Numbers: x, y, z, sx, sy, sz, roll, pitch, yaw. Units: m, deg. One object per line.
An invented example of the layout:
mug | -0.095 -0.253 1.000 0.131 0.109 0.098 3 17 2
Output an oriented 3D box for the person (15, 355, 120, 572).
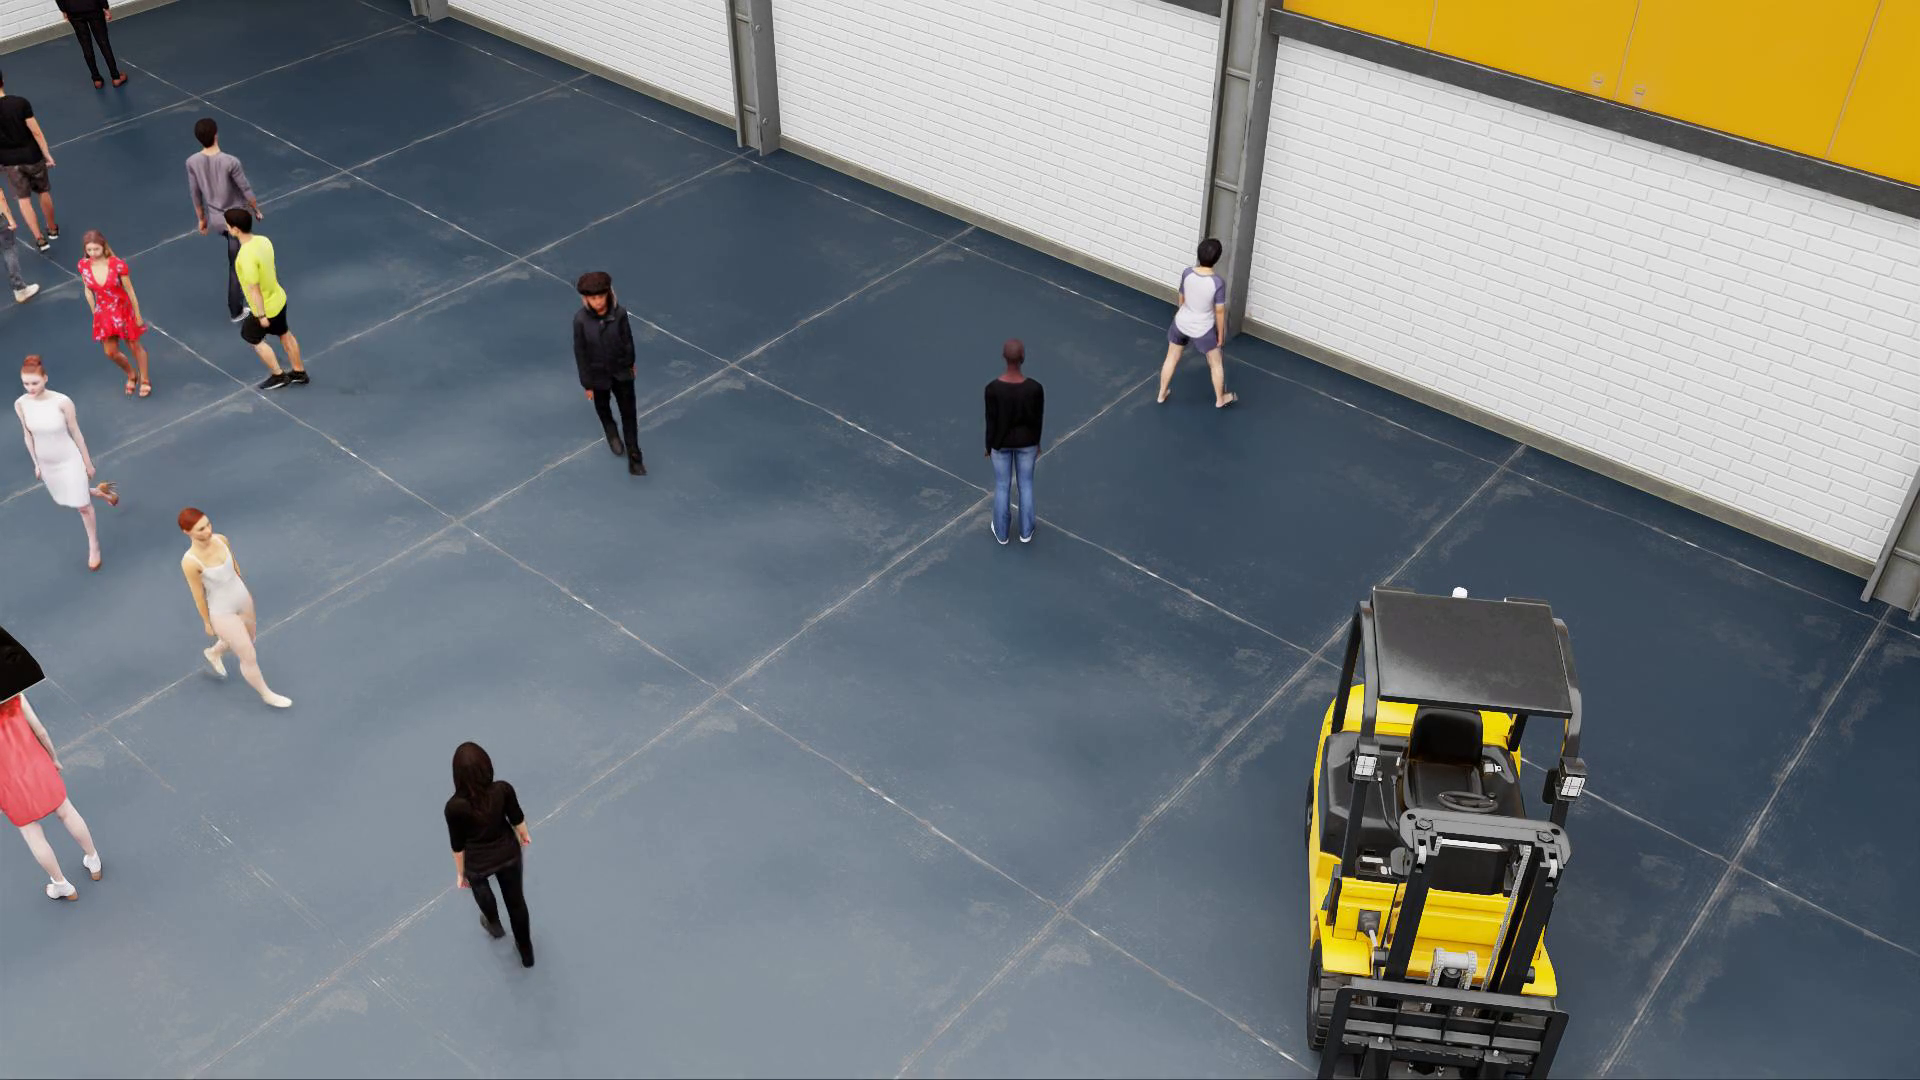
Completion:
person | -6.599 -0.608 12.309 0.942 1.776 0.975 -1 39 -1

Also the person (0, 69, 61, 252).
person | -9.104 -3.670 16.084 0.892 1.851 1.009 -17 42 -20

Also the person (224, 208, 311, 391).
person | -5.836 -2.036 14.163 0.819 1.693 0.774 1 39 2

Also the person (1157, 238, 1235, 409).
person | 2.029 -1.805 13.998 0.656 1.539 0.877 19 42 22

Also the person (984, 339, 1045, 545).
person | 0.403 -0.721 12.474 0.669 1.746 0.739 -1 39 -1

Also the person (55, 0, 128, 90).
person | -10.111 -6.147 19.159 0.770 1.884 0.783 -9 39 -10

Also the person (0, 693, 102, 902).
person | -5.477 1.414 9.737 0.551 1.826 0.628 21 43 25

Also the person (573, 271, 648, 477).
person | -2.846 -1.400 13.337 0.971 1.730 1.165 -13 41 -16

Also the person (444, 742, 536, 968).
person | -2.609 1.844 9.362 0.759 1.621 0.845 -19 42 -22

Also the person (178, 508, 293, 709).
person | -4.955 0.445 11.113 1.011 1.623 0.772 12 40 14

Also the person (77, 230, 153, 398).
person | -7.145 -1.970 14.169 0.733 1.583 0.793 -4 39 -5

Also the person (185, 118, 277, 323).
person | -6.675 -2.858 15.110 1.218 1.797 1.102 6 39 8
